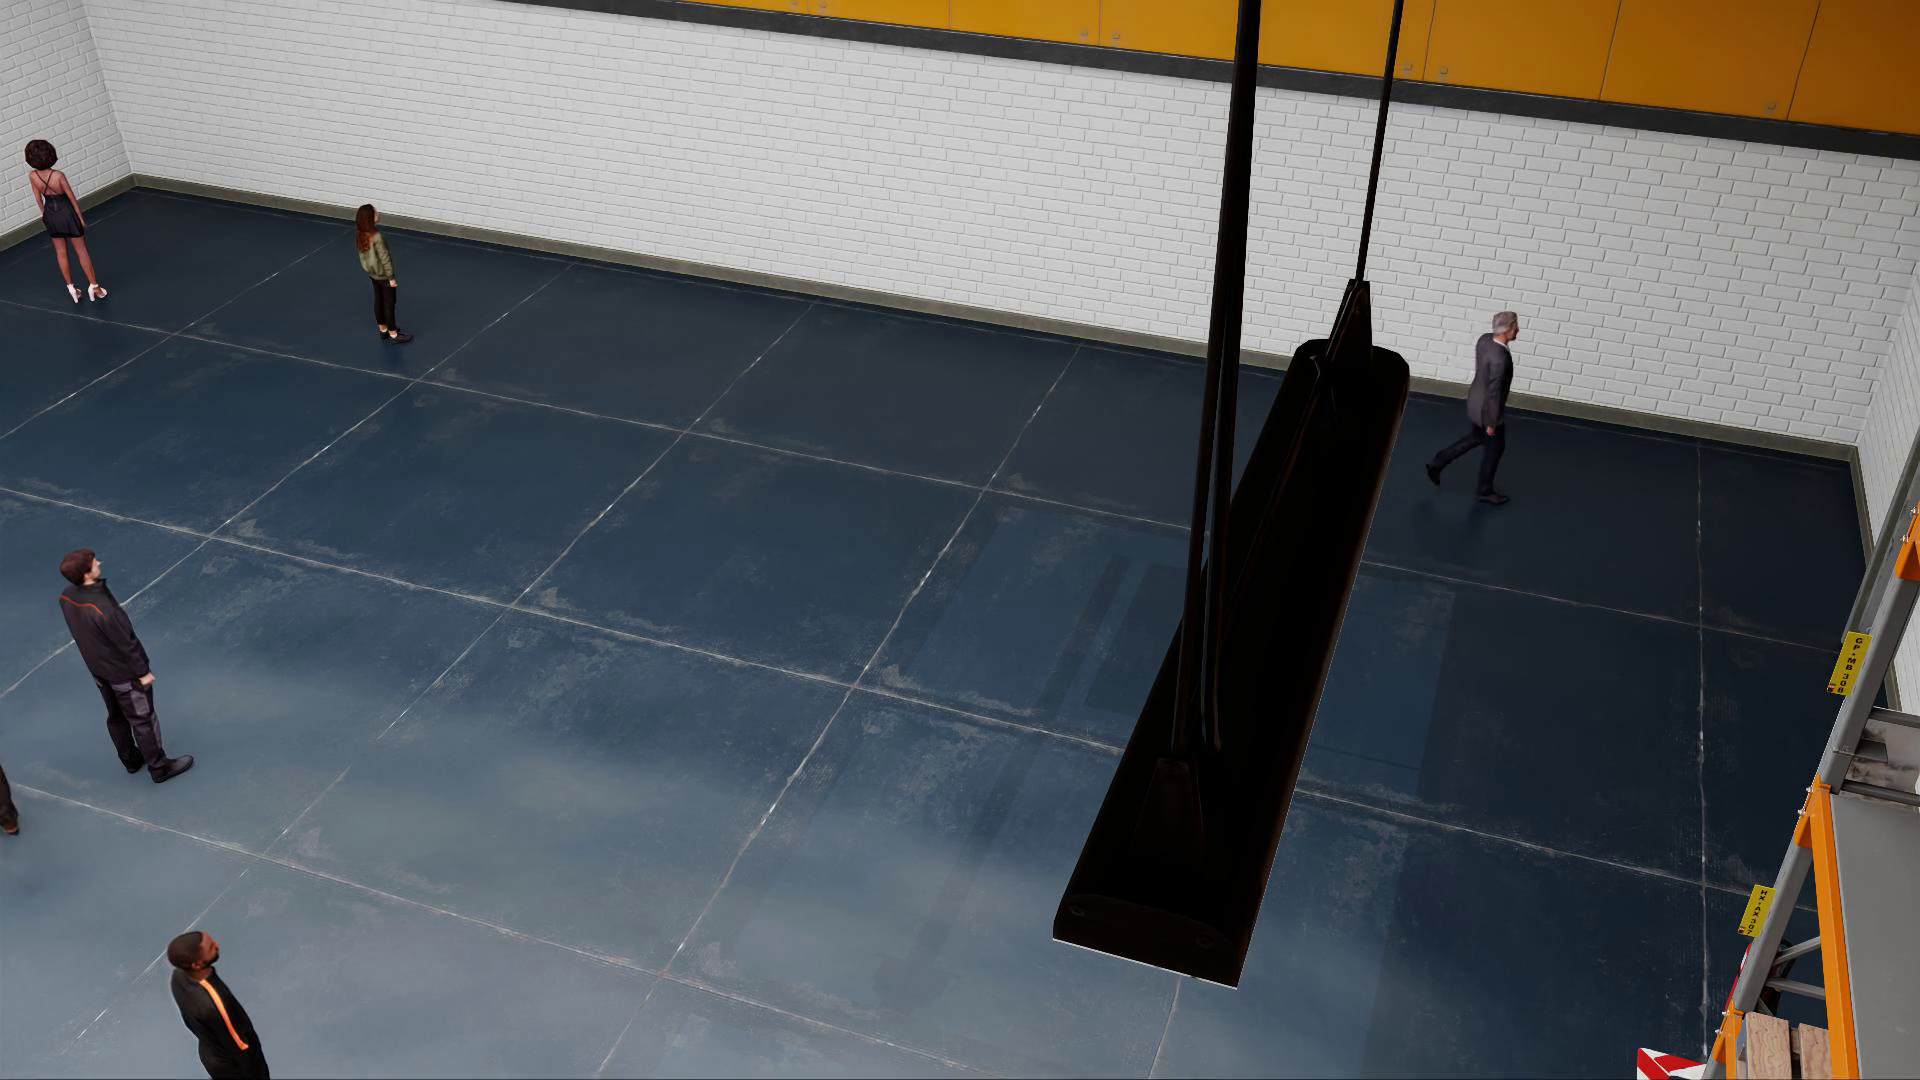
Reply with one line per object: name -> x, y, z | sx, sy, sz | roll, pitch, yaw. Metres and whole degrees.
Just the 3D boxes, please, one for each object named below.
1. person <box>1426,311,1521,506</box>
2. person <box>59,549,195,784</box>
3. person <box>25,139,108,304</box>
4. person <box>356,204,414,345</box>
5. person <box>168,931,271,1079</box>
person -> 4.450, -1.136, 14.242 | 1.010, 1.819, 1.040 | -1, 34, -1
person -> -5.704, 0.852, 11.234 | 0.747, 1.838, 0.608 | 16, 37, 23
person -> -9.518, -3.378, 17.642 | 0.645, 1.789, 0.659 | -2, 34, -4
person -> -5.903, -2.719, 16.935 | 0.656, 1.475, 0.635 | 28, 43, 35
person -> -3.747, 2.665, 8.535 | 0.699, 1.808, 0.653 | 25, 41, 32
